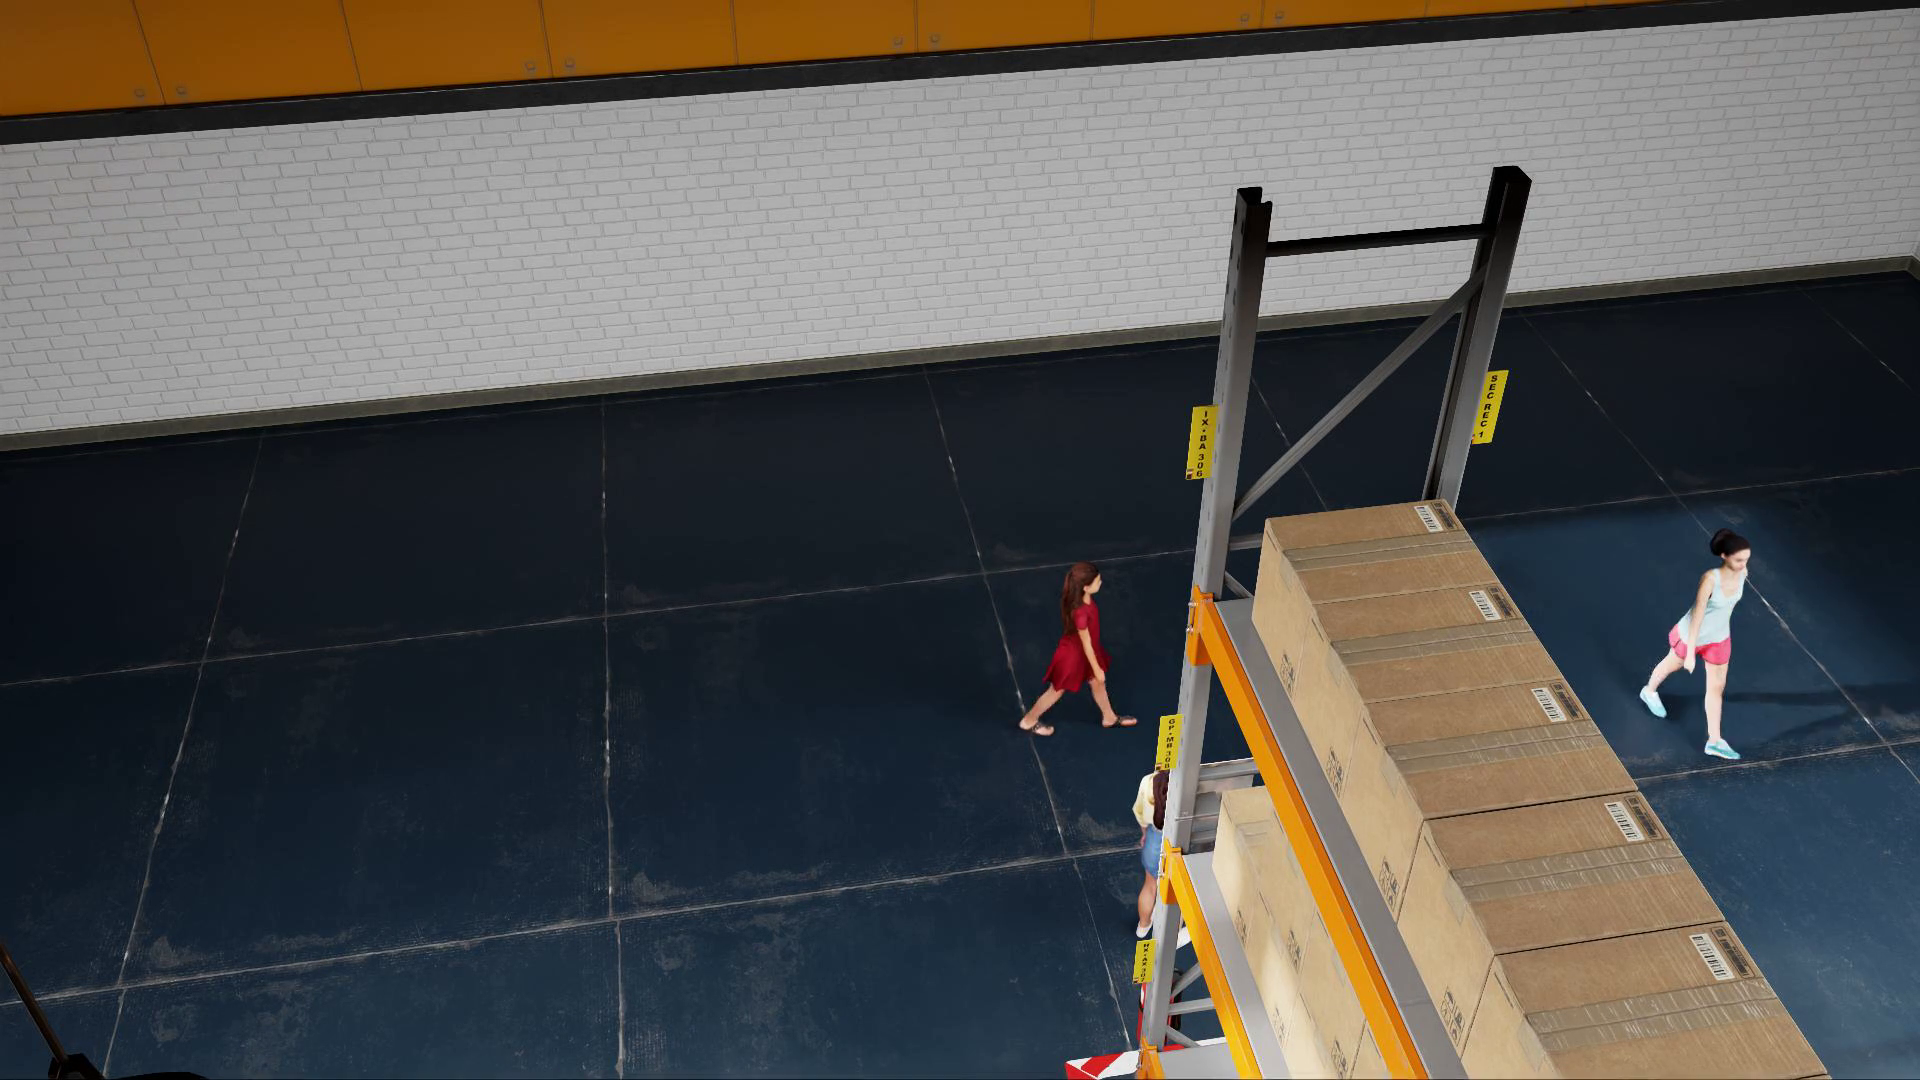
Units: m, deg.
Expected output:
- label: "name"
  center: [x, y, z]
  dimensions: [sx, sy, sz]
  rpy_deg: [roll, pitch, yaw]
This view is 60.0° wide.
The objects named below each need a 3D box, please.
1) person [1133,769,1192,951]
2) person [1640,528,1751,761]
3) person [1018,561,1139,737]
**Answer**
- label: "person"
  center: [1.261, 1.870, 10.051]
  dimensions: [0.708, 1.632, 0.786]
  rpy_deg: [28, 46, 30]
- label: "person"
  center: [5.077, 0.631, 11.531]
  dimensions: [0.768, 1.720, 1.171]
  rpy_deg: [-14, 41, -17]
- label: "person"
  center: [0.733, 0.800, 11.486]
  dimensions: [0.784, 1.514, 1.059]
  rpy_deg: [3, 39, 4]
